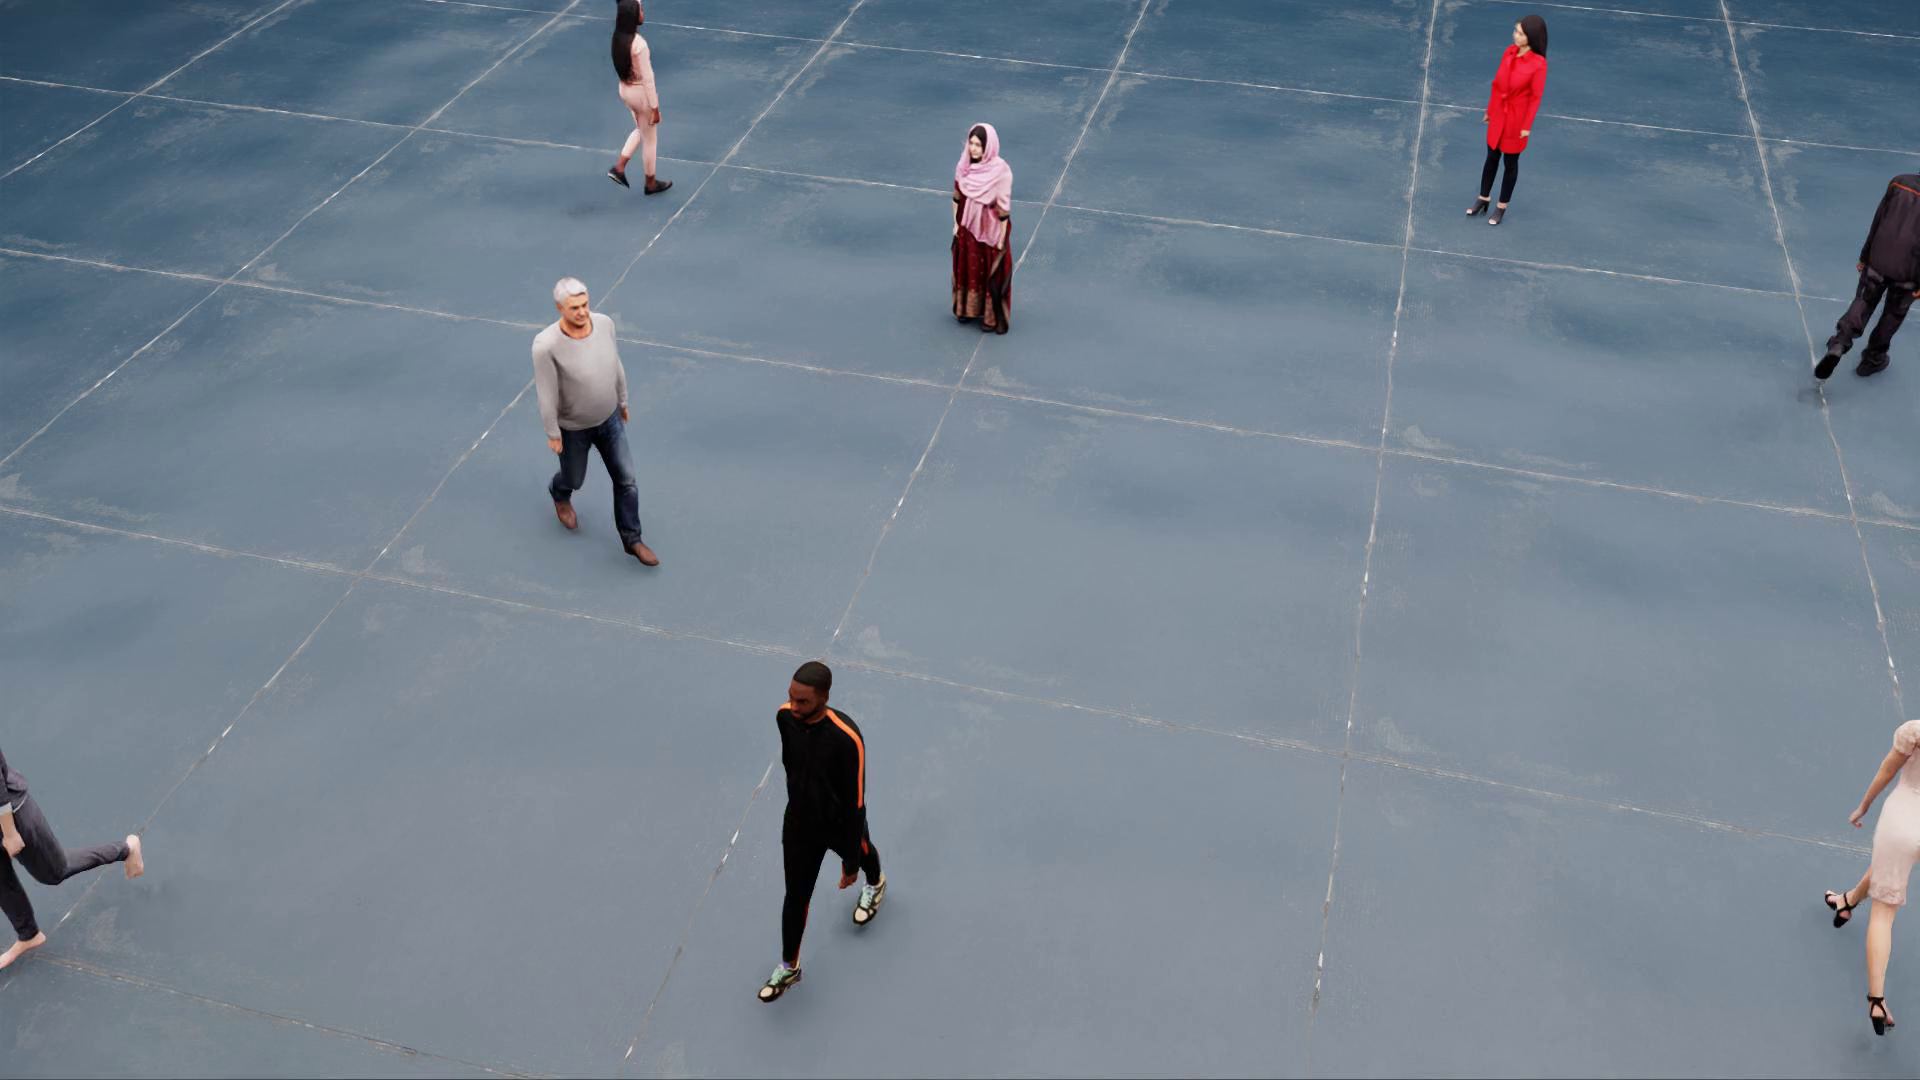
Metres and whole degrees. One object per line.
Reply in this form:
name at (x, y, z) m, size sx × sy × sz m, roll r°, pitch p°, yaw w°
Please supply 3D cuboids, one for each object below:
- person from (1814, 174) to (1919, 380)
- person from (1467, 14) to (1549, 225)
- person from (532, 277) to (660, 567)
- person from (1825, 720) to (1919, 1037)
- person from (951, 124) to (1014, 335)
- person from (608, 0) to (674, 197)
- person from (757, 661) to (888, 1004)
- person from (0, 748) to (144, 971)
person at (6.430, -1.882, 11.501) m, size 1.136 × 1.800 × 1.034 m, roll -25°, pitch 44°, yaw -28°
person at (4.469, -3.411, 13.497) m, size 0.794 × 1.749 × 0.739 m, roll -21°, pitch 43°, yaw -25°
person at (-2.287, -0.748, 9.989) m, size 1.244 × 1.877 × 1.212 m, roll -27°, pitch 45°, yaw -30°
person at (4.221, 1.402, 7.332) m, size 0.602 × 1.765 × 1.159 m, roll 9°, pitch 39°, yaw 12°
person at (0.167, -2.292, 12.162) m, size 0.763 × 1.632 × 0.740 m, roll 23°, pitch 43°, yaw 26°
person at (-2.738, -3.632, 13.809) m, size 0.944 × 1.713 × 0.868 m, roll -26°, pitch 45°, yaw -29°
person at (-0.543, 1.217, 7.572) m, size 0.823 × 1.760 × 1.228 m, roll 18°, pitch 41°, yaw 21°
person at (-4.305, 1.199, 7.615) m, size 0.812 × 1.737 × 1.094 m, roll 23°, pitch 43°, yaw 26°
